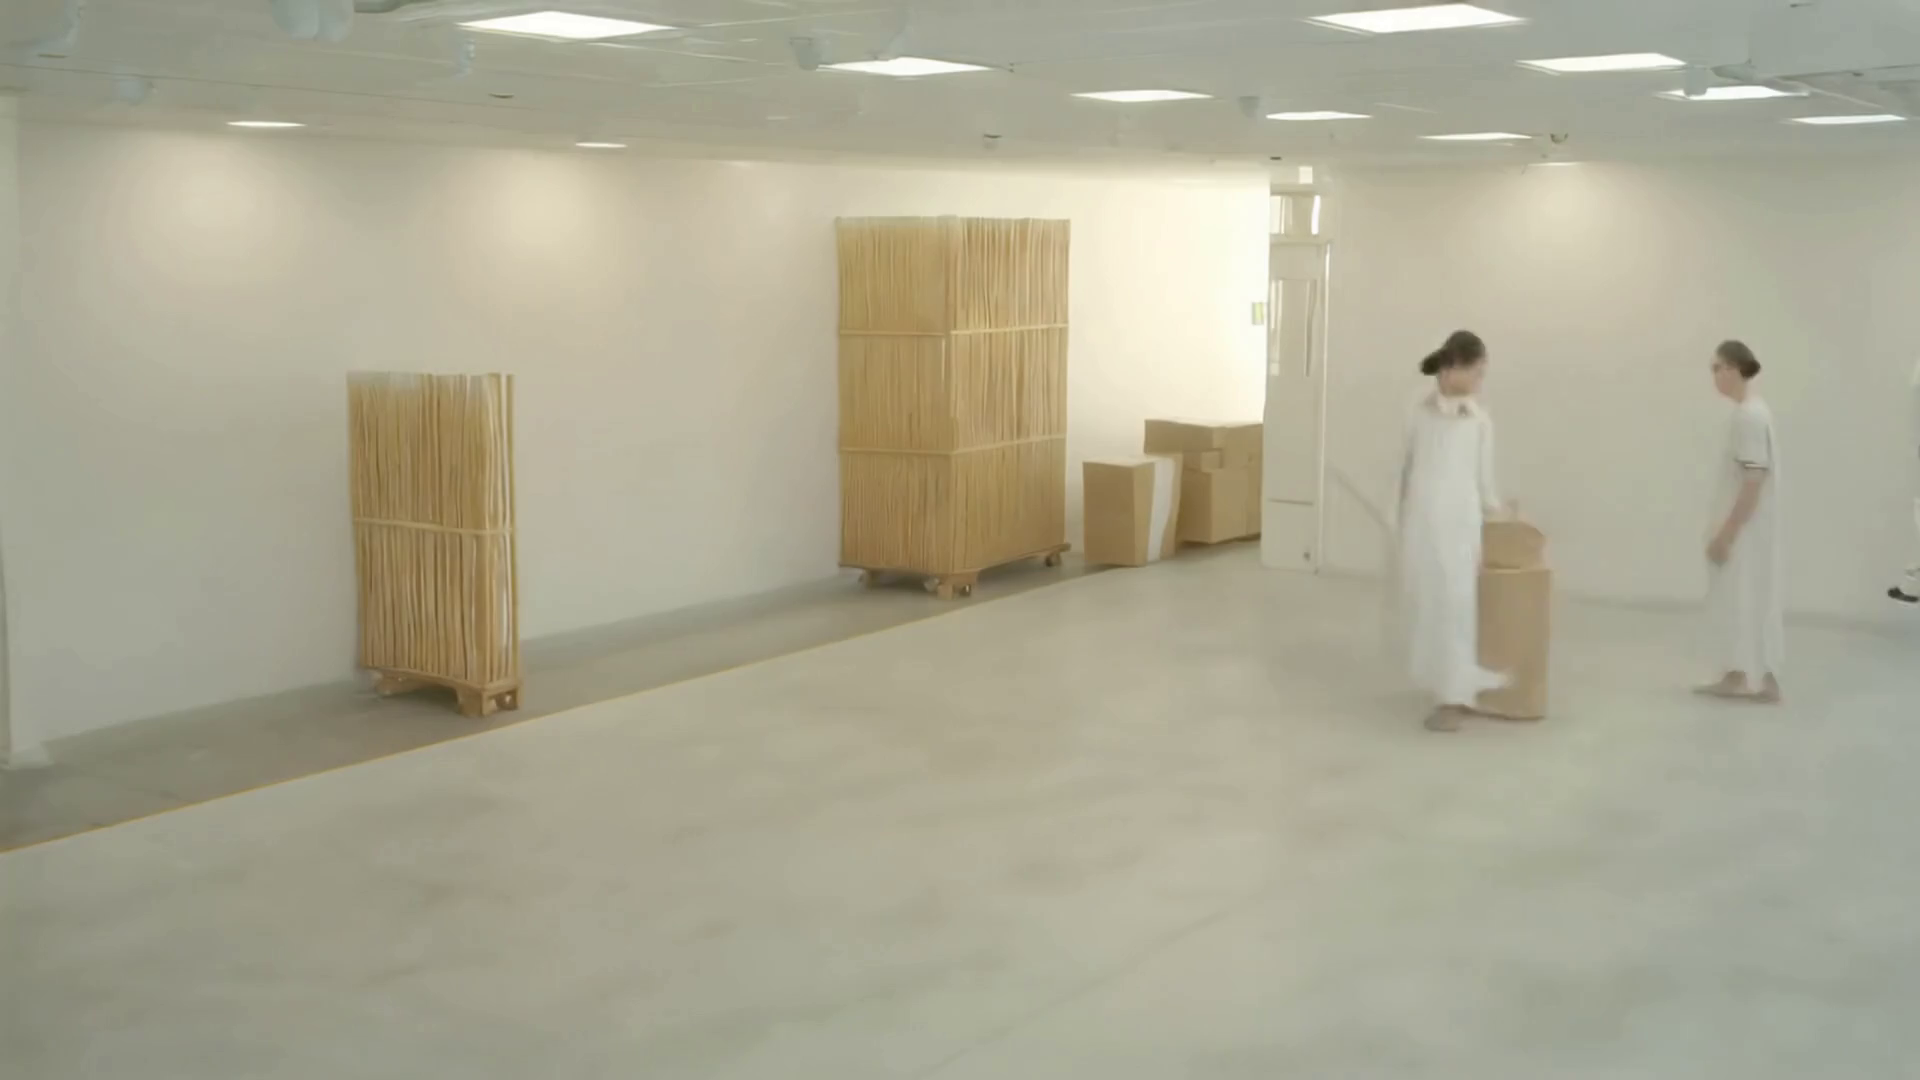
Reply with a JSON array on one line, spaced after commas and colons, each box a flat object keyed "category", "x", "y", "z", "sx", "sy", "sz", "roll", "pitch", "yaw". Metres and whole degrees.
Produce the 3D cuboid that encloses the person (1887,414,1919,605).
[{"category": "person", "x": 5.499, "y": -0.509, "z": 9.198, "sx": 0.393, "sy": 1.865, "sz": 0.835, "roll": 0, "pitch": 10, "yaw": 2}]
